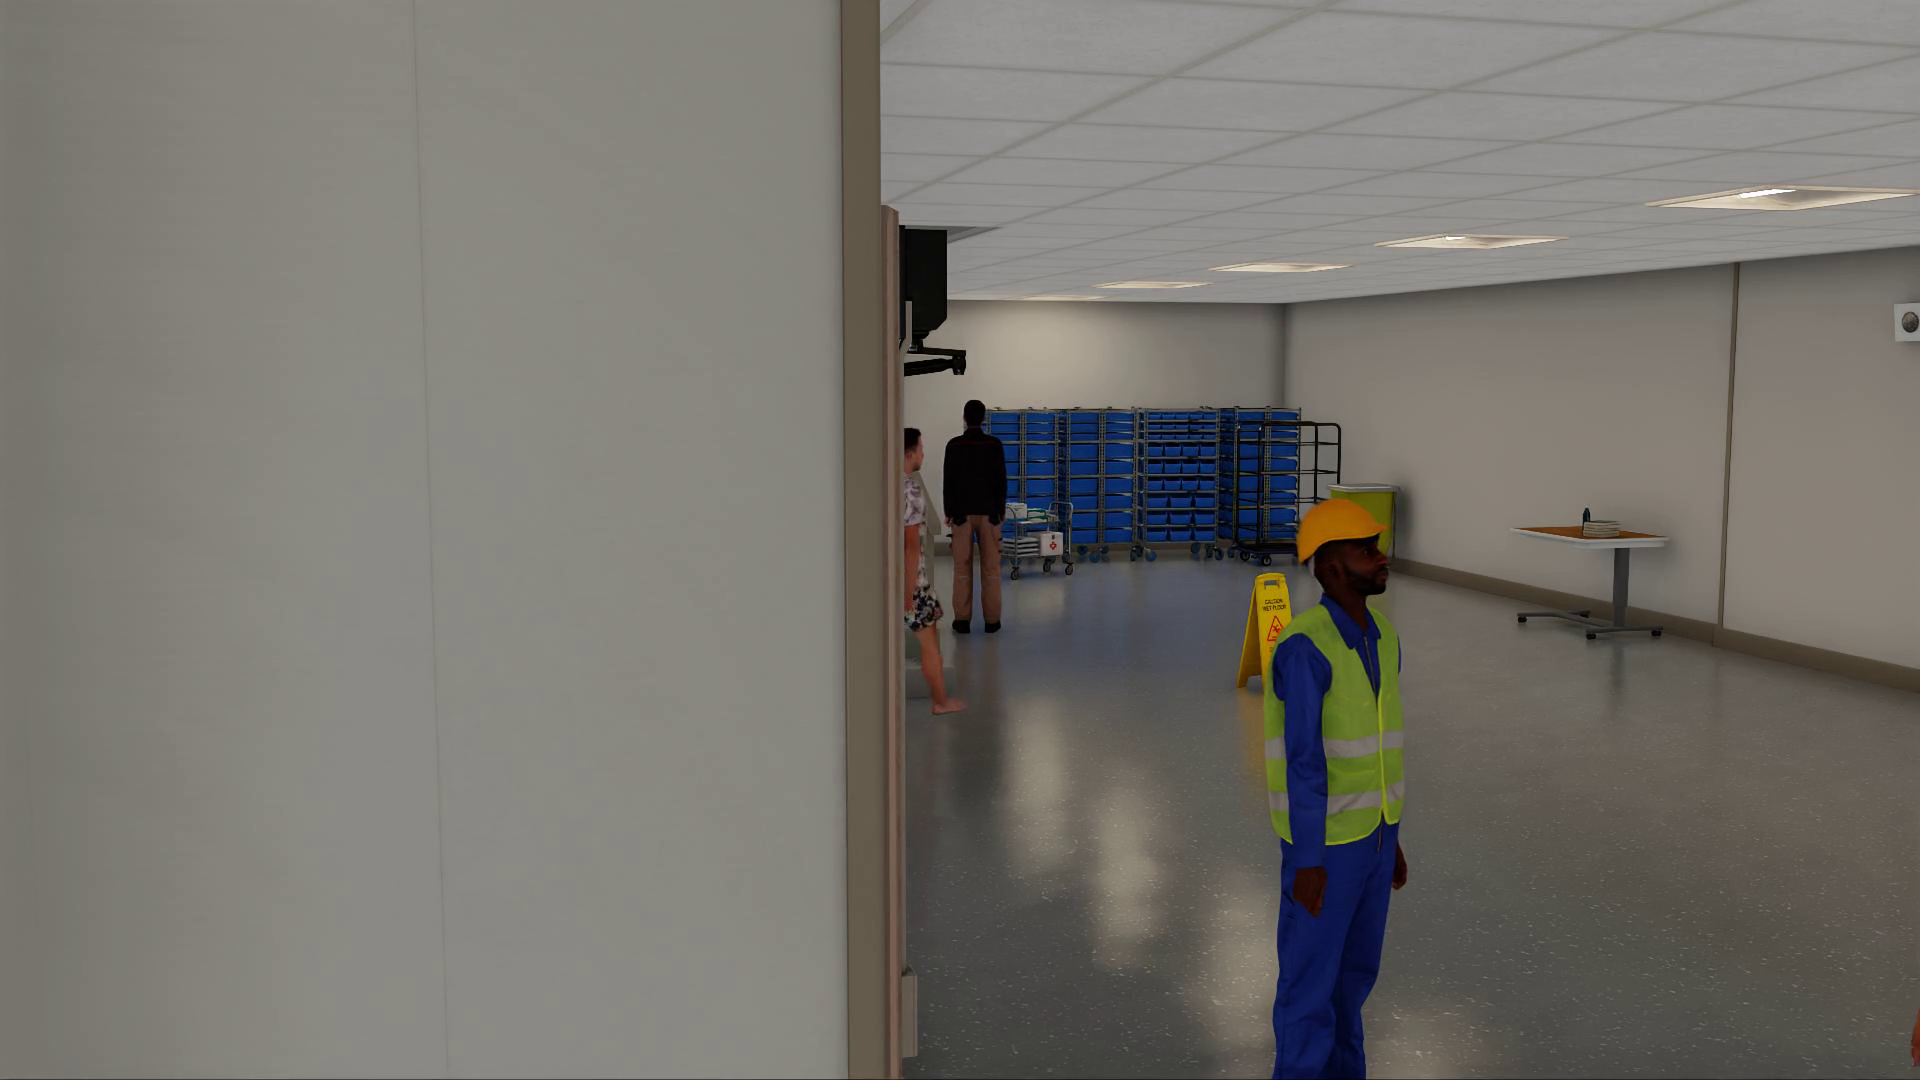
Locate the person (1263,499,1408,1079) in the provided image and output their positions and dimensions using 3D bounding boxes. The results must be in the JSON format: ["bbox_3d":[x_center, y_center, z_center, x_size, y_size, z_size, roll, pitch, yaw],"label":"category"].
[{"bbox_3d":[1.017,0.790,4.467,0.764,1.812,0.755,5,8,43],"label":"person"}]

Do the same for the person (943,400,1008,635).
[{"bbox_3d":[0.123,-0.200,13.737,0.729,1.925,0.656,-1,6,-5],"label":"person"}]
